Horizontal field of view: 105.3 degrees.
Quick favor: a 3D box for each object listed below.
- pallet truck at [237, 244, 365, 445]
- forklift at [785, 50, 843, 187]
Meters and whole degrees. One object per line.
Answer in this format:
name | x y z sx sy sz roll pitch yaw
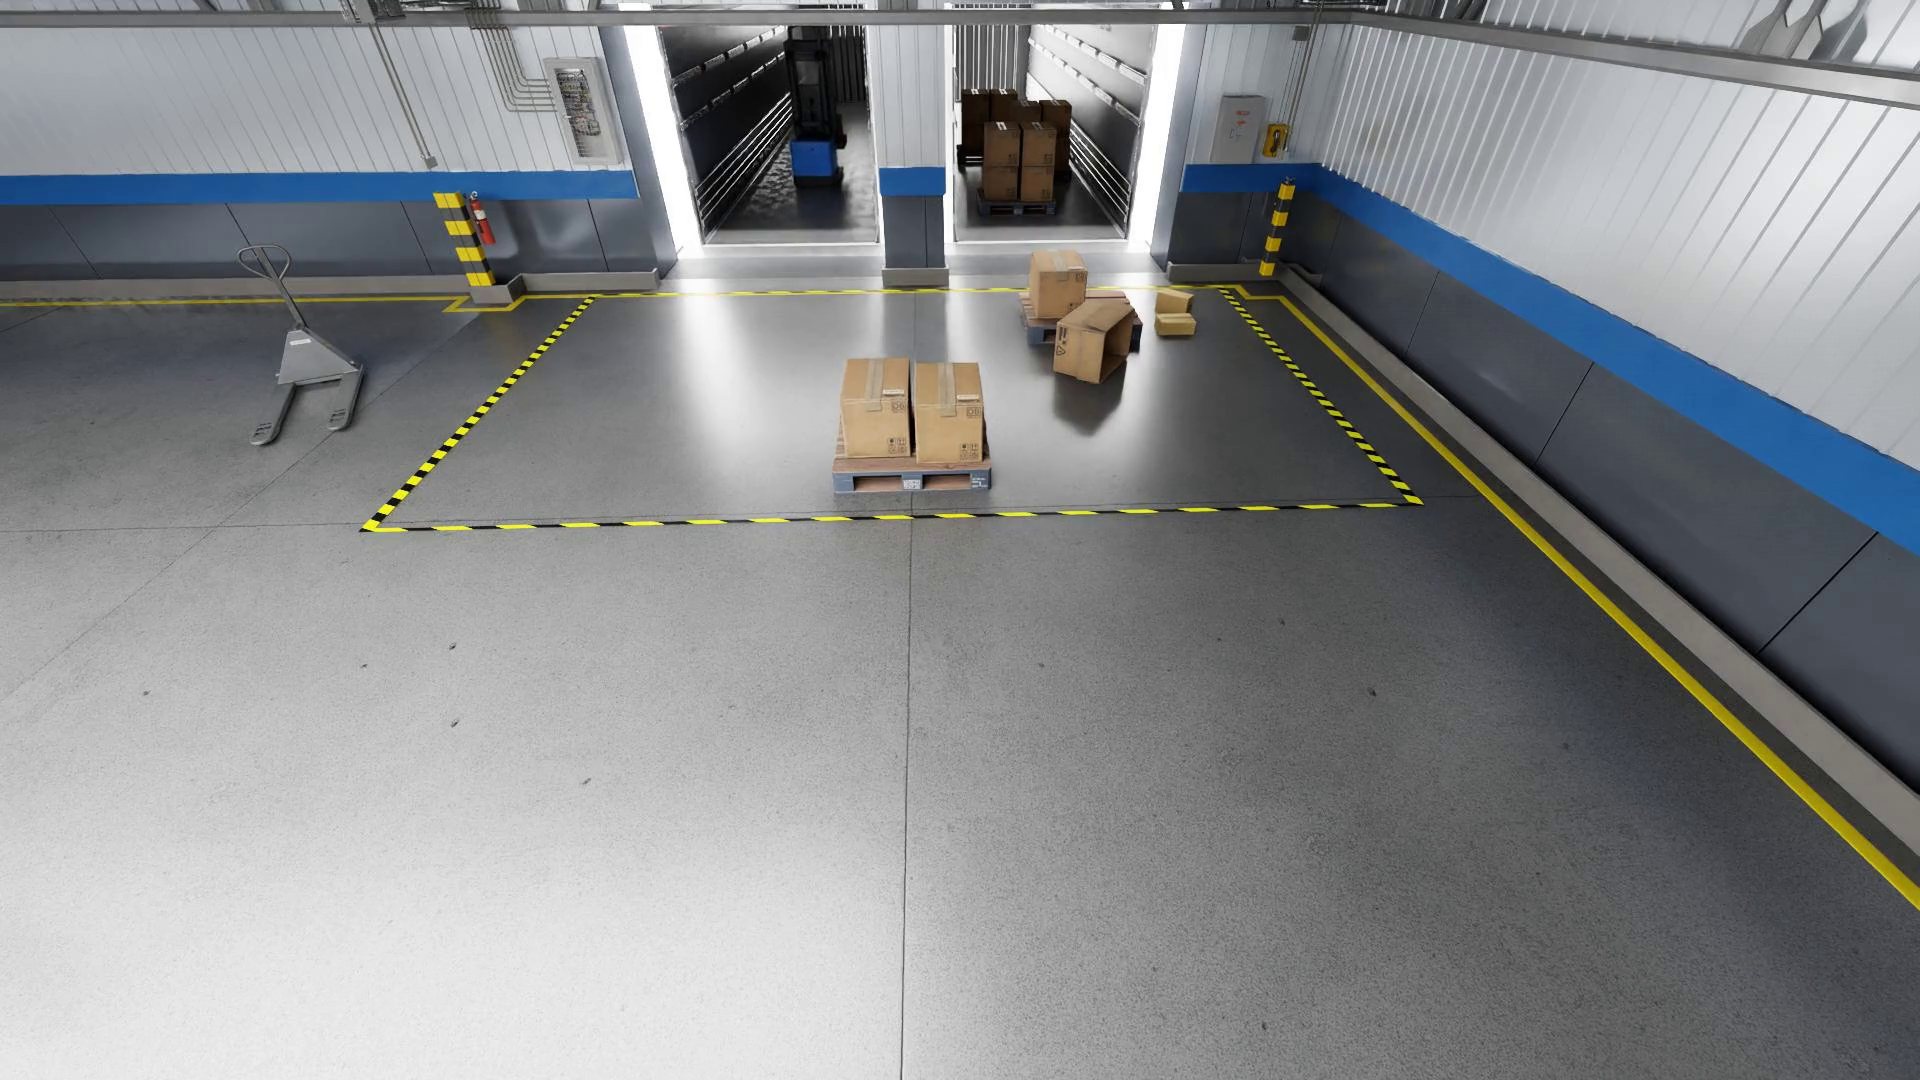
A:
pallet truck | -5.915 -1.733 6.366 0.680 1.201 1.601 -18 42 -21
forklift | -2.580 -7.256 12.681 0.716 2.013 0.776 -1 38 -1
